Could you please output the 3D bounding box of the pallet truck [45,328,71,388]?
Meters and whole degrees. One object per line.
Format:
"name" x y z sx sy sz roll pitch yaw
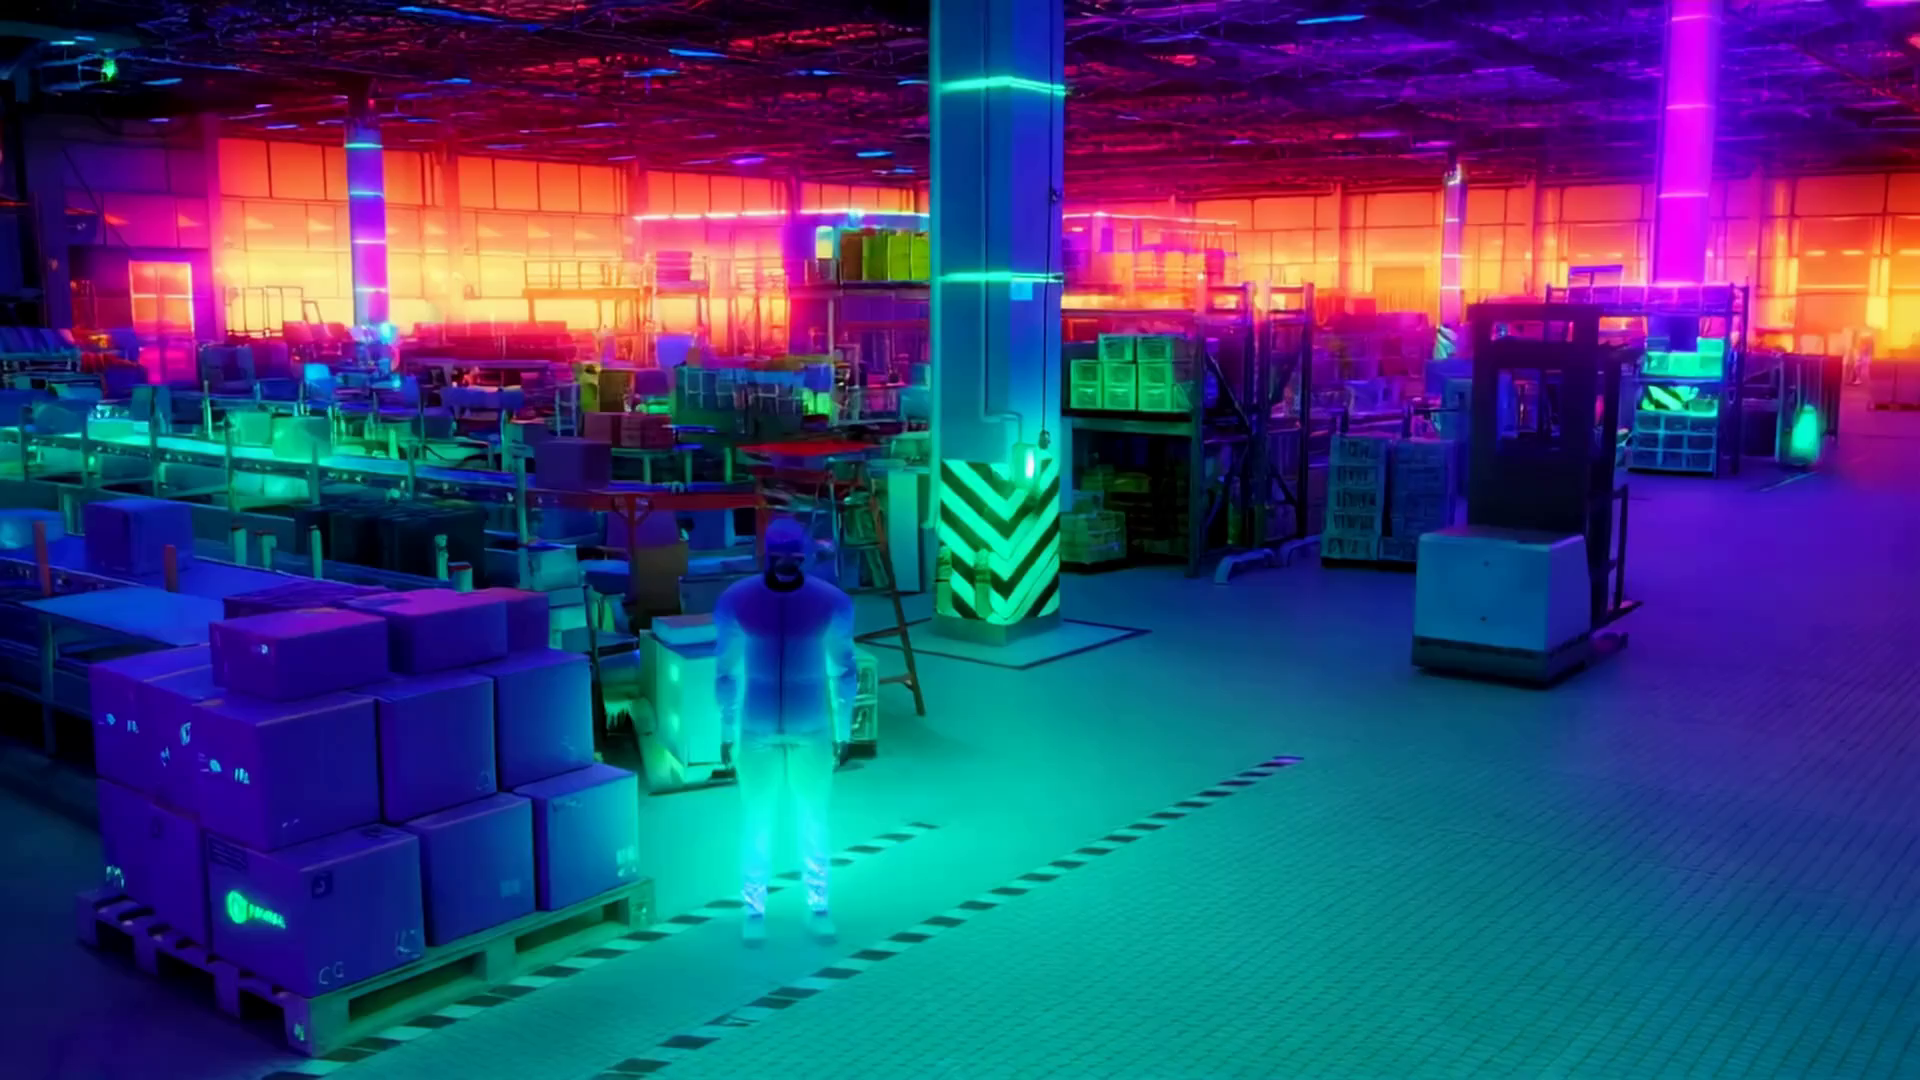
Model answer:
"pallet truck" -23.775 -4.544 43.495 1.885 1.965 0.823 6 10 35

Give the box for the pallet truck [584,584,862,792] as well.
"pallet truck" -1.426 0.805 10.019 1.601 1.201 0.680 -4 9 -26

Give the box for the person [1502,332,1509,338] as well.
"person" 16.779 -5.724 51.682 0.971 1.930 0.698 -4 9 -27

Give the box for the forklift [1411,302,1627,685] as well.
"forklift" 4.379 -0.438 12.852 1.129 2.768 1.873 7 11 37

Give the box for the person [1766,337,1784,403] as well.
"person" 21.497 -4.477 43.843 0.522 1.761 0.327 -7 11 -38

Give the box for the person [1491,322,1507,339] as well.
"person" 16.037 -5.460 49.522 0.539 2.000 0.689 -7 11 -41

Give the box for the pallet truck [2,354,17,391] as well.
"pallet truck" -24.881 -4.417 42.634 1.885 1.965 0.823 8 11 41

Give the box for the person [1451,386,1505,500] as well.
"person" 7.081 -1.430 22.986 0.840 1.870 0.479 5 10 30

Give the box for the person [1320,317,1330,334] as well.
"person" 16.484 -9.173 75.254 0.627 1.847 0.429 -3 9 -20

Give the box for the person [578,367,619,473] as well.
"person" -5.914 -1.901 26.621 0.911 1.714 0.528 1 9 9

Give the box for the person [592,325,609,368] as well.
"person" -9.945 -4.874 45.660 0.870 2.008 0.611 -1 9 -10

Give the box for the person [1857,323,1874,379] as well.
"person" 30.632 -6.368 56.172 0.649 1.878 1.033 -2 9 -16

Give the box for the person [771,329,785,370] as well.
"person" -6.916 -7.302 62.681 1.025 1.828 0.595 6 11 37

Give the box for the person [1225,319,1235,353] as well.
"person" 10.832 -7.961 66.785 0.396 1.926 0.545 3 9 17

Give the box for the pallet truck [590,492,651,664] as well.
"pallet truck" -3.115 0.344 12.883 0.653 1.274 1.630 7 11 37

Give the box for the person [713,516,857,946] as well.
"person" -0.771 0.846 7.403 0.632 1.931 0.376 -1 8 -7

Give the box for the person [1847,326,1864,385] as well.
"person" 28.356 -5.829 52.637 0.329 1.861 0.504 -4 9 -24

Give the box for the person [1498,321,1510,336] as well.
"person" 25.672 -9.712 78.717 0.615 1.873 0.969 2 9 11
